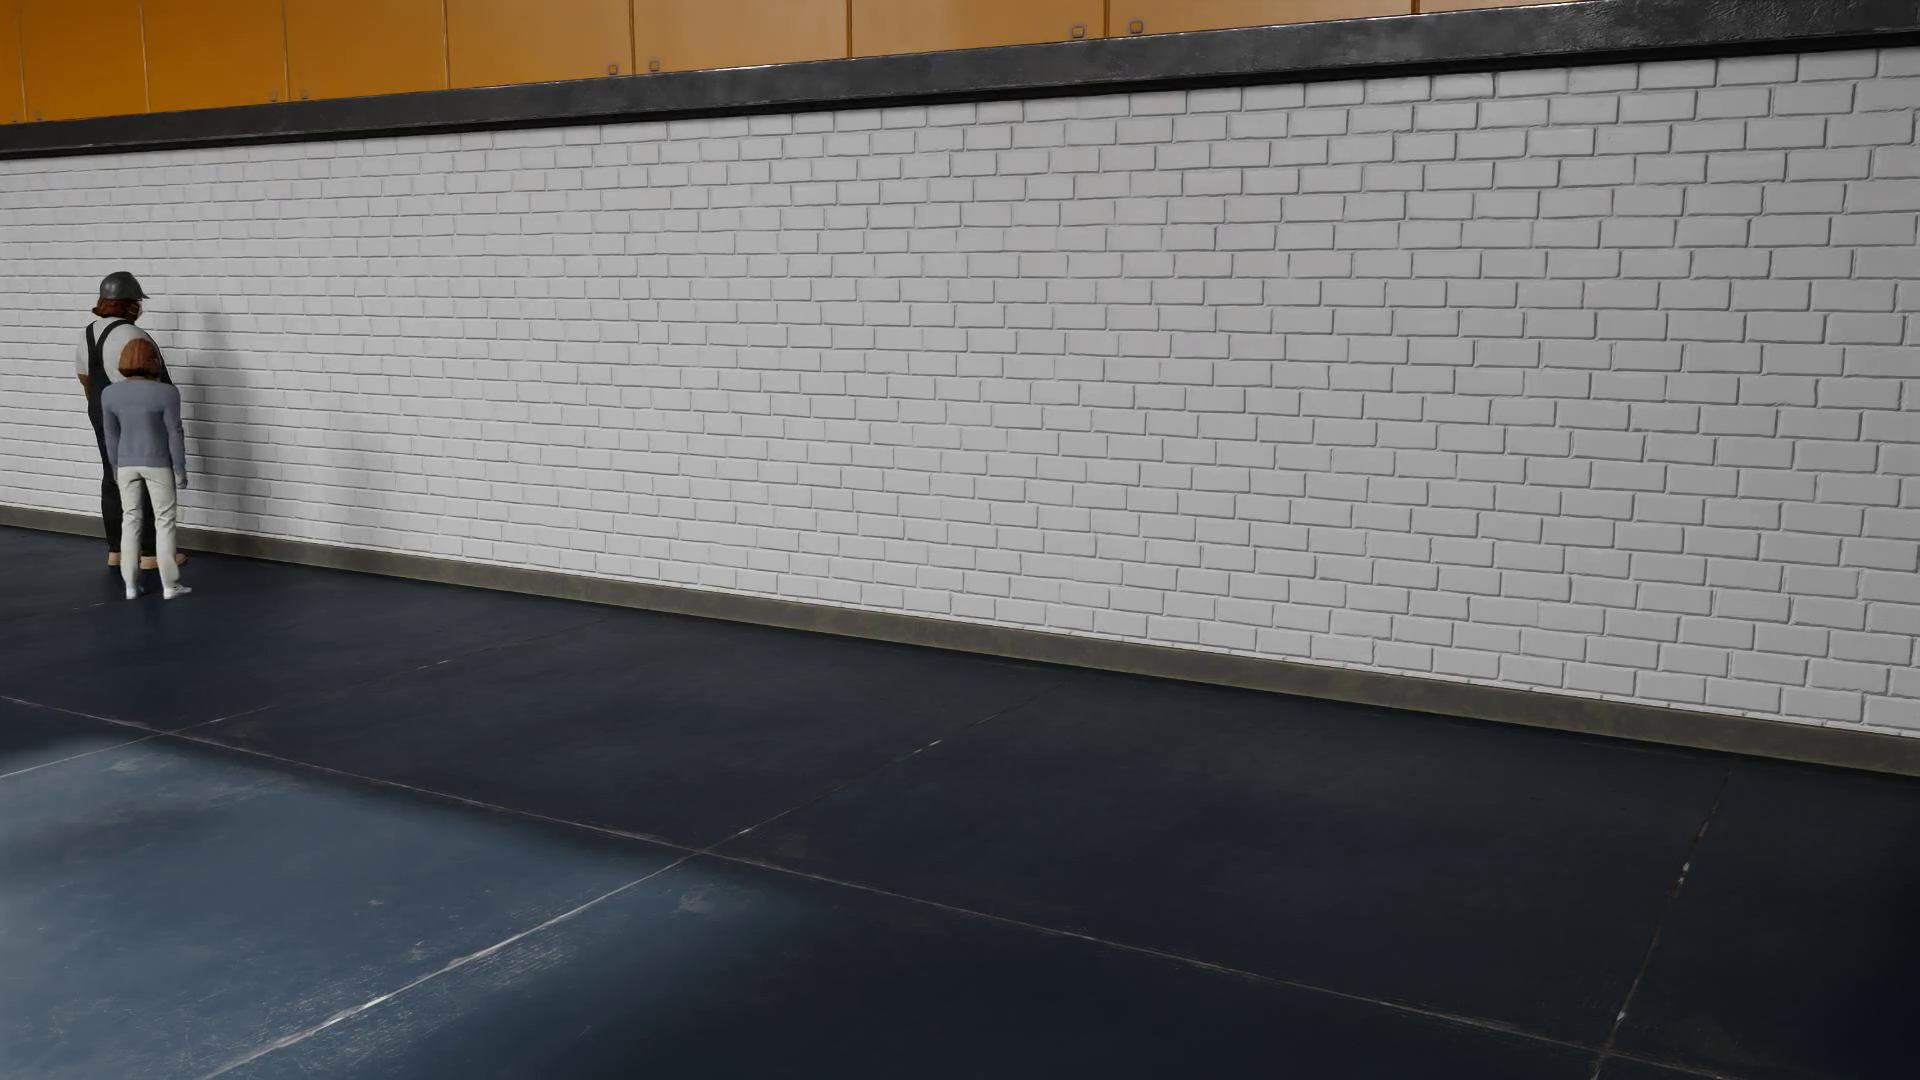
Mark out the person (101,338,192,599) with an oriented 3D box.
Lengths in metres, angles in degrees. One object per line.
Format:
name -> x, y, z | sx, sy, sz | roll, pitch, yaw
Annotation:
person -> -5.060, -0.438, 10.348 | 0.505, 1.627, 0.281 | 0, 9, 3

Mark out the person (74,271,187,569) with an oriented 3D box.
person -> -5.691, -0.827, 11.480 | 0.672, 2.000, 0.536 | 5, 10, 29
